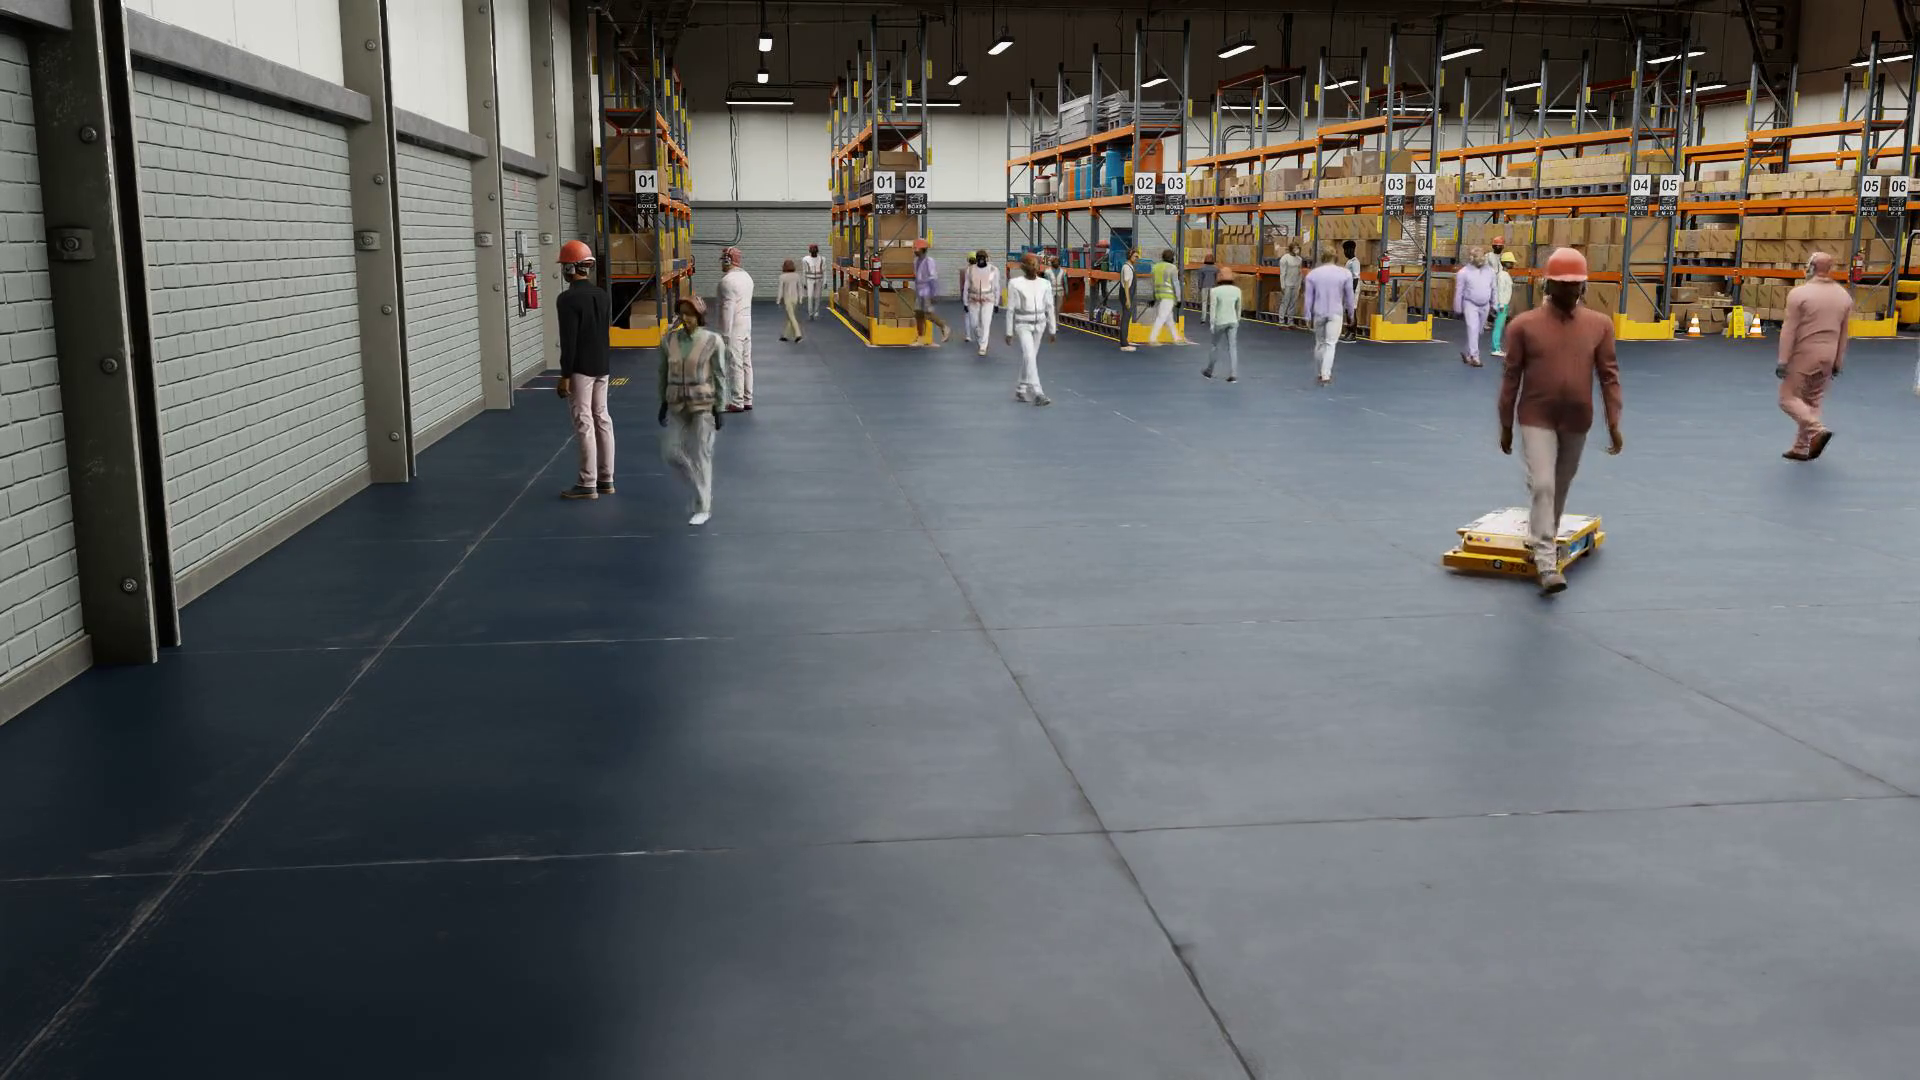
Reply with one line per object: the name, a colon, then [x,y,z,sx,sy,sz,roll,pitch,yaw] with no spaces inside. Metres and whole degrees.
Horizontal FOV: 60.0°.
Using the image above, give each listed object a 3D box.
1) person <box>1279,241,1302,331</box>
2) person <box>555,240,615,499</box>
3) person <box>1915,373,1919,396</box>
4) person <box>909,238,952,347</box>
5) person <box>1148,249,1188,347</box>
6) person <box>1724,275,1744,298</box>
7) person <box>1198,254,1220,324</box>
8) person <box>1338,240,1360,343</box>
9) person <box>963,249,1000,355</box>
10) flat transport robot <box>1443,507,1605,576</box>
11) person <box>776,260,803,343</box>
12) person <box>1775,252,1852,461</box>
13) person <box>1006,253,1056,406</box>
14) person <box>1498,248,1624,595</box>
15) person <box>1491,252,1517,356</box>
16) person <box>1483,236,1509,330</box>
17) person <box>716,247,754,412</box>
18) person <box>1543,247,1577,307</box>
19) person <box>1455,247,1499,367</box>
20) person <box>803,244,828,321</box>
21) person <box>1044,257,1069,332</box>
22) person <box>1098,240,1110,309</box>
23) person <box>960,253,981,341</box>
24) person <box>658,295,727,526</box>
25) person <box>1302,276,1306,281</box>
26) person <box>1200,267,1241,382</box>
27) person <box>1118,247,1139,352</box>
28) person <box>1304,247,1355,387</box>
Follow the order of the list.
person: [7.140,-5.478,35.939,0.632,1.931,0.374,-8,13,-37]
person: [-2.936,-1.318,12.940,0.388,1.996,0.612,4,11,22]
person: [12.464,-2.651,20.791,0.645,1.791,0.991,-4,11,-21]
person: [-0.570,-4.554,30.654,0.764,2.019,0.627,-6,12,-30]
person: [3.852,-4.480,30.835,0.987,1.791,0.645,-6,12,-30]
person: [20.919,-7.105,44.896,0.582,1.918,0.405,-2,10,-9]
person: [5.776,-5.817,38.598,0.499,1.633,0.285,1,10,3]
person: [7.485,-4.765,31.937,0.374,1.959,0.603,0,10,1]
person: [0.377,-4.105,28.729,0.633,1.820,0.719,2,10,9]
flat transport robot: [3.579,-0.006,10.479,0.652,0.197,1.431,7,12,32]
person: [-3.265,-4.601,32.048,0.511,1.593,0.839,-10,14,-43]
person: [7.660,-1.629,14.924,0.664,1.892,0.590,-3,11,-15]
person: [0.879,-2.552,20.173,0.597,1.829,0.974,-5,11,-26]
person: [3.439,-0.664,9.463,0.635,1.945,0.977,0,10,2]
person: [9.288,-4.019,28.378,0.329,1.767,0.529,5,12,27]
person: [11.646,-5.569,36.152,0.606,2.035,0.405,-1,10,-6]
person: [-2.634,-2.434,19.301,0.400,1.910,0.643,3,11,17]
person: [10.430,-4.140,28.834,0.555,1.861,1.049,0,10,2]
person: [8.141,-3.691,26.307,0.640,1.870,0.931,-2,11,-13]
person: [-3.484,-6.202,40.125,0.582,1.846,0.910,-2,11,-11]
person: [2.051,-5.259,35.655,0.530,1.592,0.890,-1,10,-7]
person: [3.919,-7.378,46.331,0.648,1.944,1.038,-1,10,-6]
person: [0.257,-4.747,32.510,0.530,1.717,0.922,2,10,10]
person: [-1.890,-0.915,11.744,0.533,1.626,0.377,3,11,17]
person: [9.892,-7.400,46.979,0.489,1.744,0.295,0,10,0]
person: [3.699,-3.029,23.434,0.514,1.593,0.810,-3,11,-15]
person: [2.997,-4.271,29.568,0.351,1.838,0.506,2,10,9]
person: [5.065,-3.055,22.769,0.655,1.884,1.020,5,11,25]
